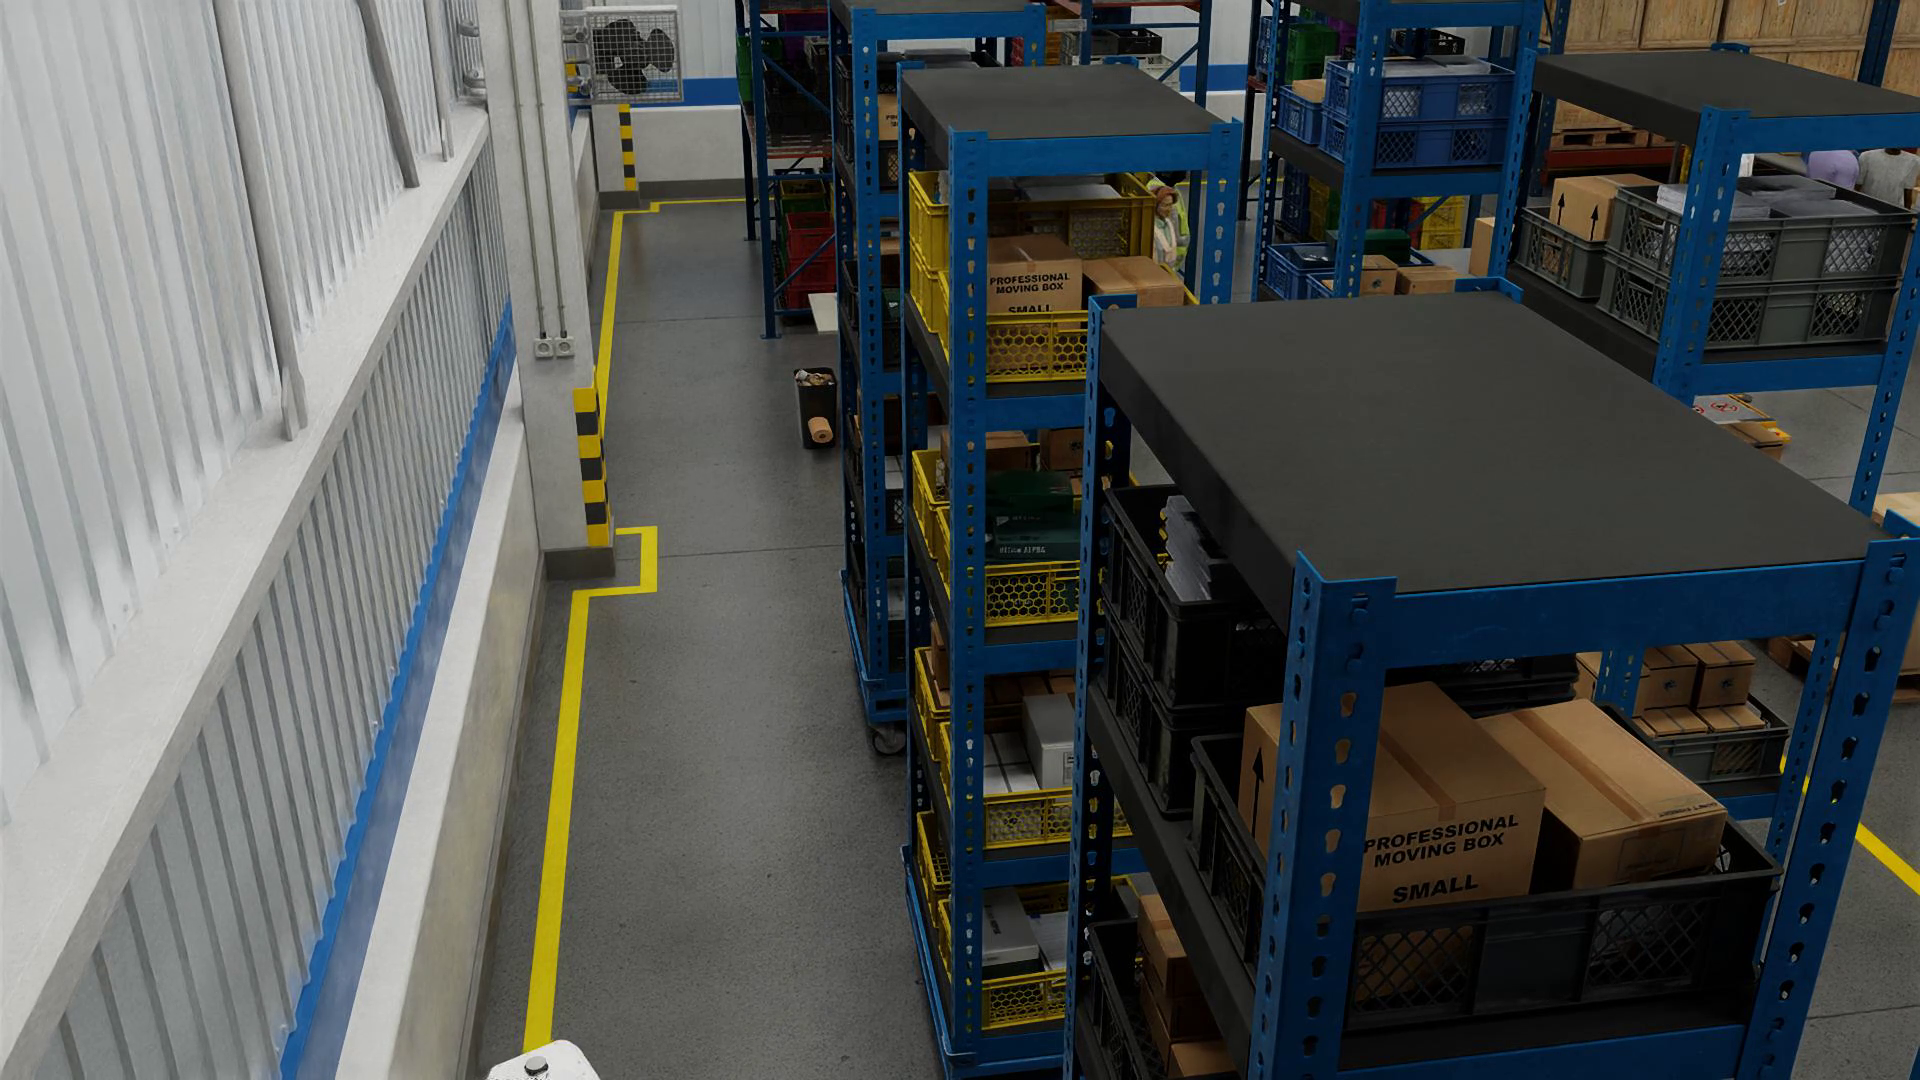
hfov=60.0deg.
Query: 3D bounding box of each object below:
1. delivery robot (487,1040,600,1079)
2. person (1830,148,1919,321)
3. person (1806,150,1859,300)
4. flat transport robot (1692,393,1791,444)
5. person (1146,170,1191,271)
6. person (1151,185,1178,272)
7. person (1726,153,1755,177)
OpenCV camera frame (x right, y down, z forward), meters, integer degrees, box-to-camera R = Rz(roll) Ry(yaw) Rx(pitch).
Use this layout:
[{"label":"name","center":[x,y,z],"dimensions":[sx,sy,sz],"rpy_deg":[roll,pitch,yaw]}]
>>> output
[{"label":"delivery robot","center":[-1.303,1.977,5.523],"dimensions":[0.477,0.478,0.707],"rpy_deg":[-16,29,-30]},{"label":"person","center":[7.838,-2.699,14.249],"dimensions":[0.514,1.866,0.337],"rpy_deg":[7,26,15]},{"label":"person","center":[7.316,-2.663,14.080],"dimensions":[0.373,1.936,0.629],"rpy_deg":[0,25,0]},{"label":"flat transport robot","center":[5.224,-0.859,12.132],"dimensions":[1.431,0.197,0.652],"rpy_deg":[-4,25,-8]},{"label":"person","center":[1.597,-2.192,13.182],"dimensions":[0.430,1.836,0.629],"rpy_deg":[6,25,14]},{"label":"person","center":[1.489,-1.910,12.793],"dimensions":[0.315,1.636,0.515],"rpy_deg":[15,29,29]},{"label":"person","center":[6.860,-2.999,14.880],"dimensions":[0.567,1.879,0.353],"rpy_deg":[-19,31,-36]}]
